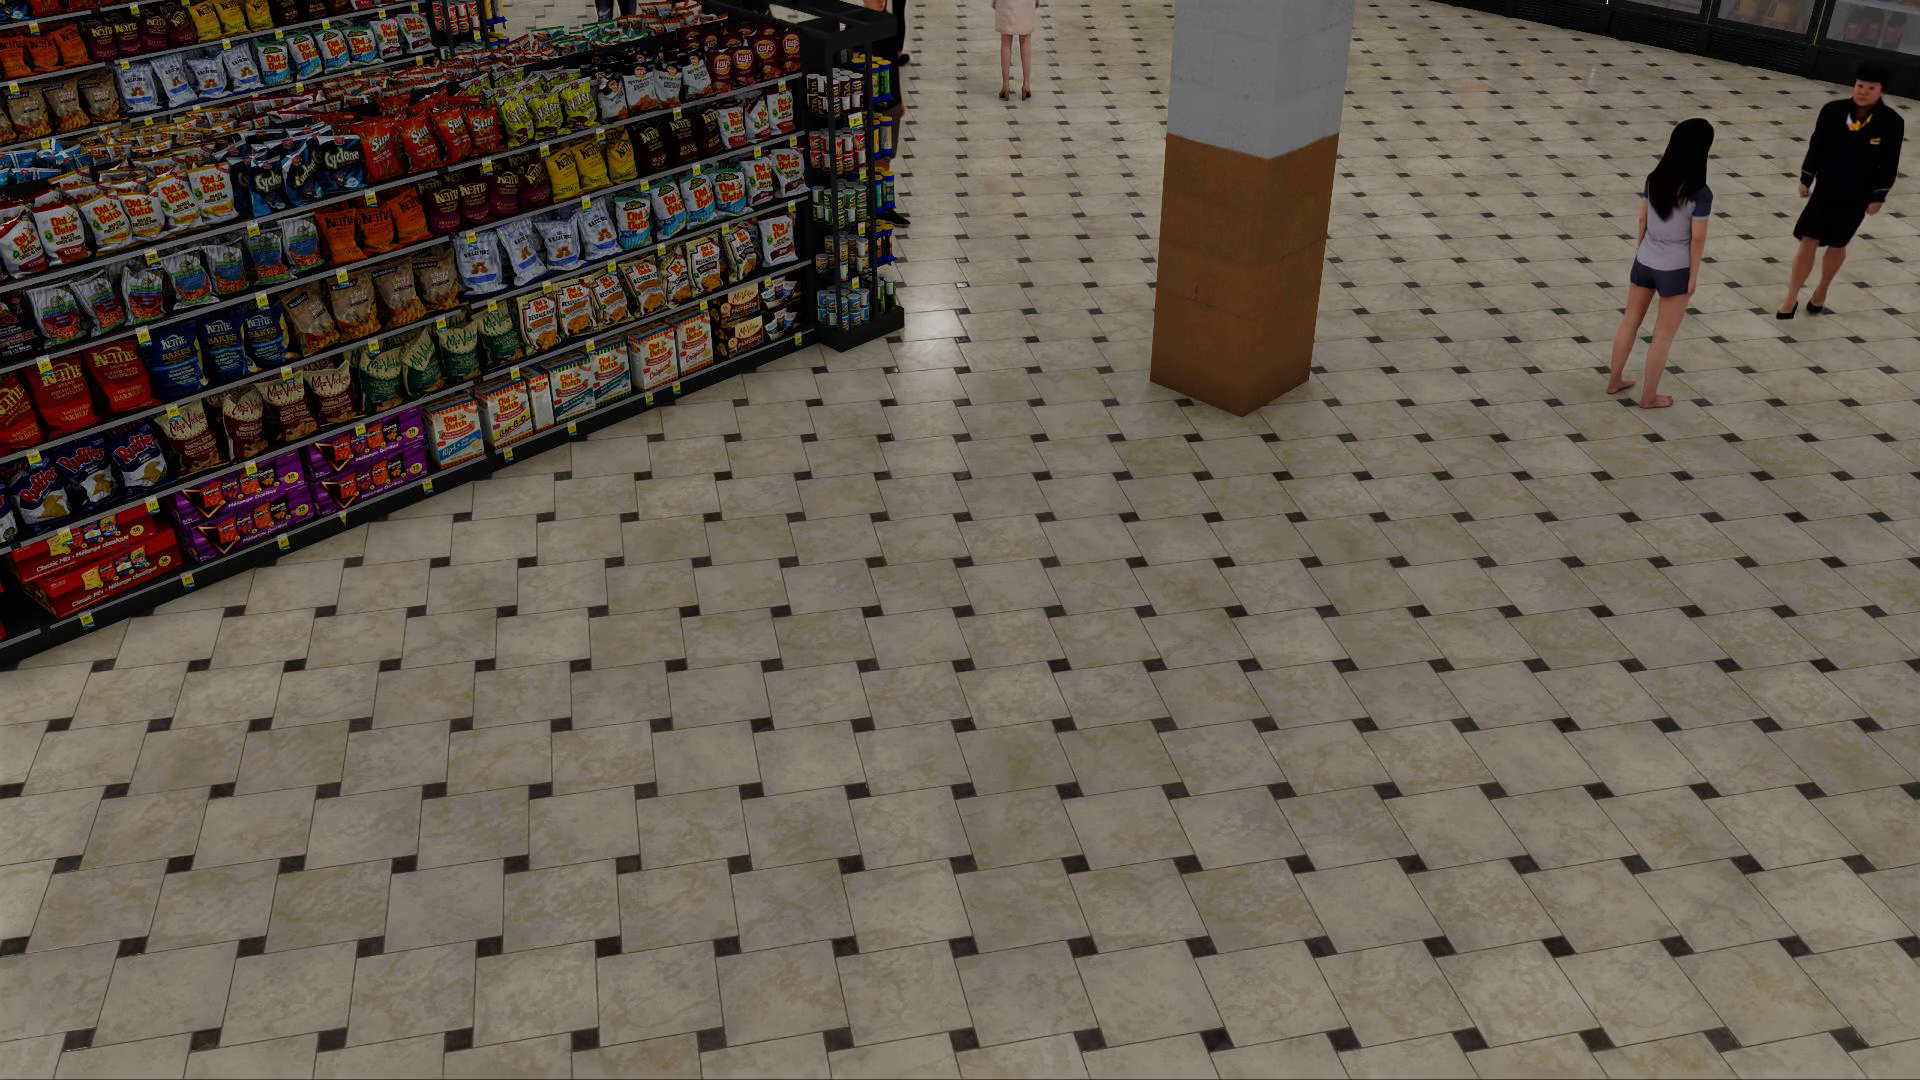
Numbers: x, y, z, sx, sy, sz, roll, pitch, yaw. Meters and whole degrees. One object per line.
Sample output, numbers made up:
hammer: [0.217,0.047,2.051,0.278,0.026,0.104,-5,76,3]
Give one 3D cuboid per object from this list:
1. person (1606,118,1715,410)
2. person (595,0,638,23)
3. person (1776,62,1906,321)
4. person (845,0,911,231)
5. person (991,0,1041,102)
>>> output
person: [4.044,-1.588,9.557,0.611,1.706,0.645,-17,36,-25]
person: [-3.120,-5.066,14.961,0.645,1.903,0.829,-13,34,-20]
person: [5.666,-2.225,10.630,0.754,1.655,0.902,23,38,32]
person: [-0.606,-3.123,11.879,0.743,1.861,0.496,26,40,35]
person: [0.495,-4.744,14.602,0.680,1.736,0.744,-1,32,-1]
